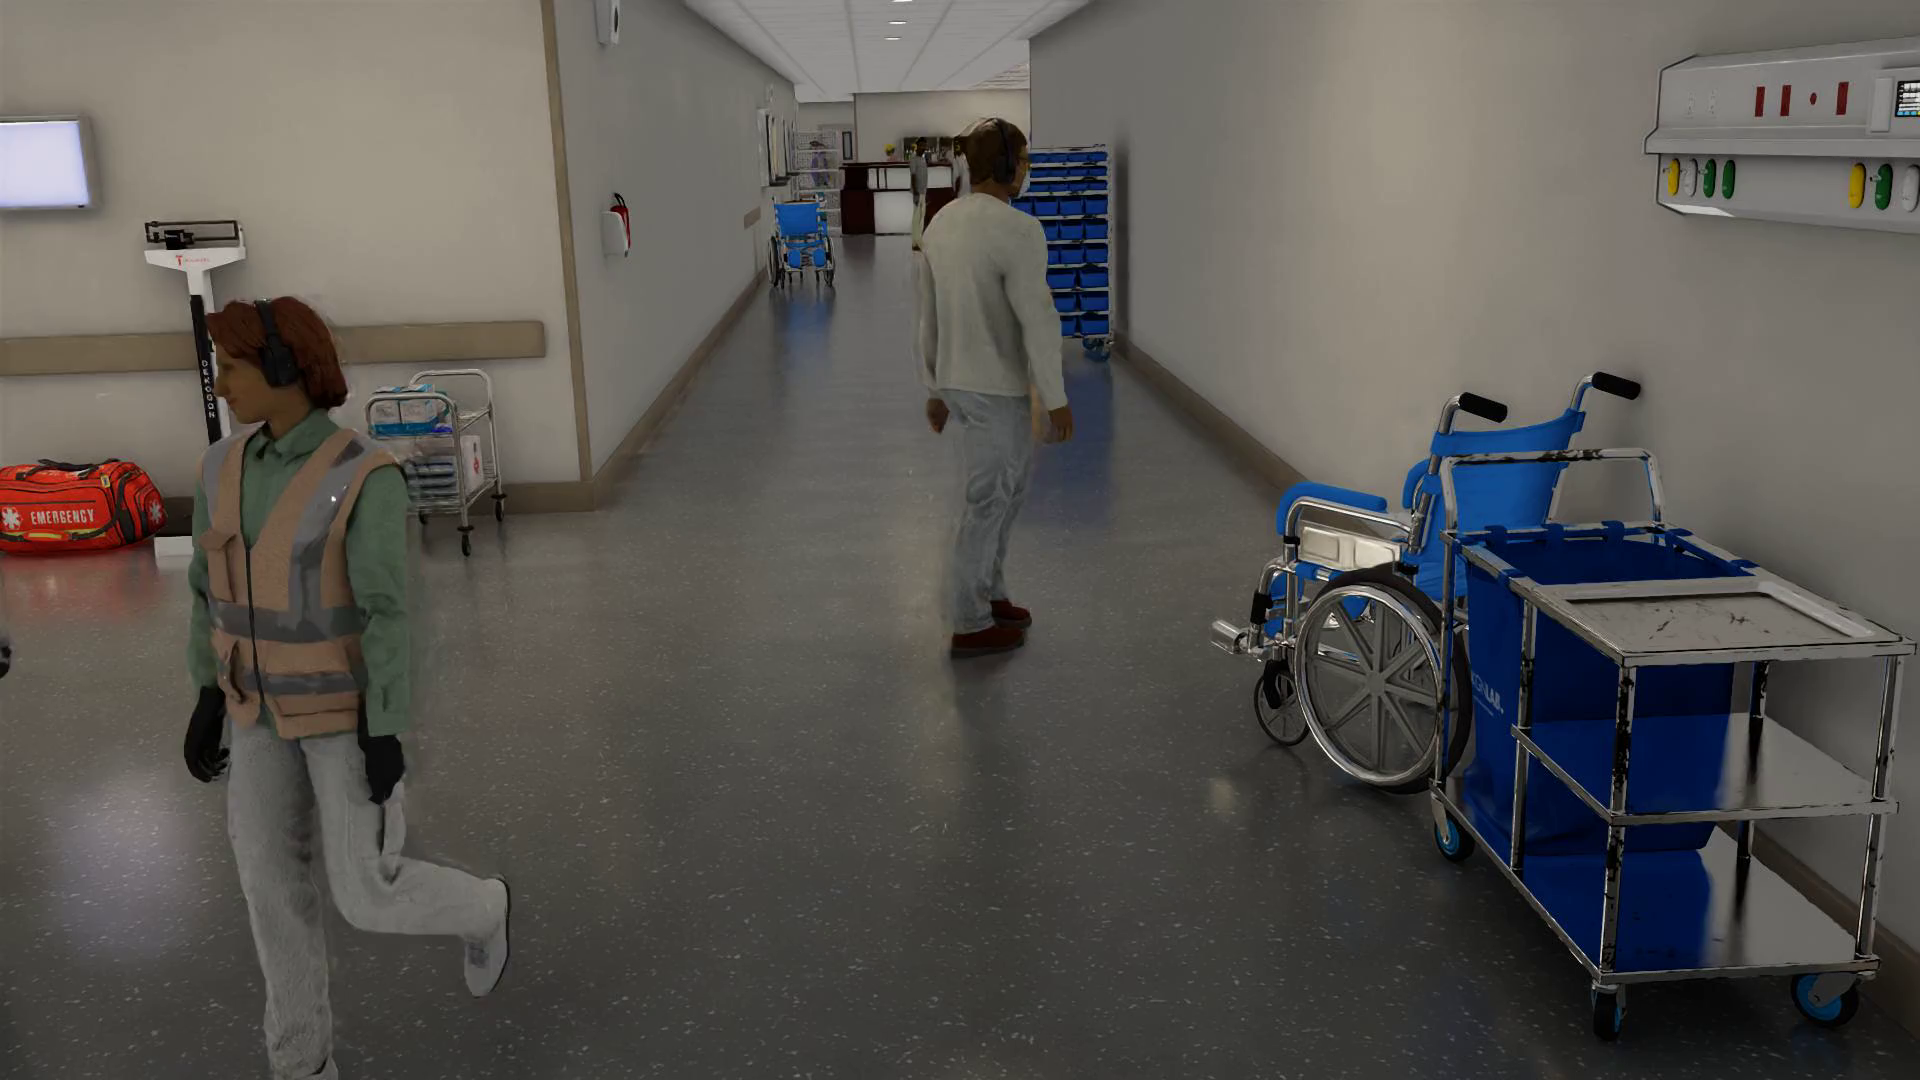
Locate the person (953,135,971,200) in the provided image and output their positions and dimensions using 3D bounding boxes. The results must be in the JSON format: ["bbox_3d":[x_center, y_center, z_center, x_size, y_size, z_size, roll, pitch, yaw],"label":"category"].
[{"bbox_3d":[0.029,-5.053,24.705,0.329,1.872,0.508,7,16,31],"label":"person"}]

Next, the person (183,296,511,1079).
[{"bbox_3d":[-1.231,0.335,3.257,0.534,1.615,0.611,5,15,25],"label":"person"}]

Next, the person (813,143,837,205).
[{"bbox_3d":[-3.277,-8.898,41.062,0.697,1.807,0.637,-1,14,2],"label":"person"}]

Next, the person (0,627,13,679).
[{"bbox_3d":[-2.522,0.208,3.863,0.540,1.644,0.899,-10,16,-29],"label":"person"}]

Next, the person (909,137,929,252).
[{"bbox_3d":[-0.647,-5.714,27.522,0.335,1.864,0.521,4,15,23],"label":"person"}]

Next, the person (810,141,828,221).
[{"bbox_3d":[-3.255,-8.316,38.562,0.375,1.841,0.567,-4,14,-10],"label":"person"}]

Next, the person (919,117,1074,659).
[{"bbox_3d":[0.156,-0.529,5.993,0.599,1.919,0.625,-9,15,-26],"label":"person"}]

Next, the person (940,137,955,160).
[{"bbox_3d":[-0.250,-8.491,38.926,0.344,1.841,0.506,-11,16,-33],"label":"person"}]
